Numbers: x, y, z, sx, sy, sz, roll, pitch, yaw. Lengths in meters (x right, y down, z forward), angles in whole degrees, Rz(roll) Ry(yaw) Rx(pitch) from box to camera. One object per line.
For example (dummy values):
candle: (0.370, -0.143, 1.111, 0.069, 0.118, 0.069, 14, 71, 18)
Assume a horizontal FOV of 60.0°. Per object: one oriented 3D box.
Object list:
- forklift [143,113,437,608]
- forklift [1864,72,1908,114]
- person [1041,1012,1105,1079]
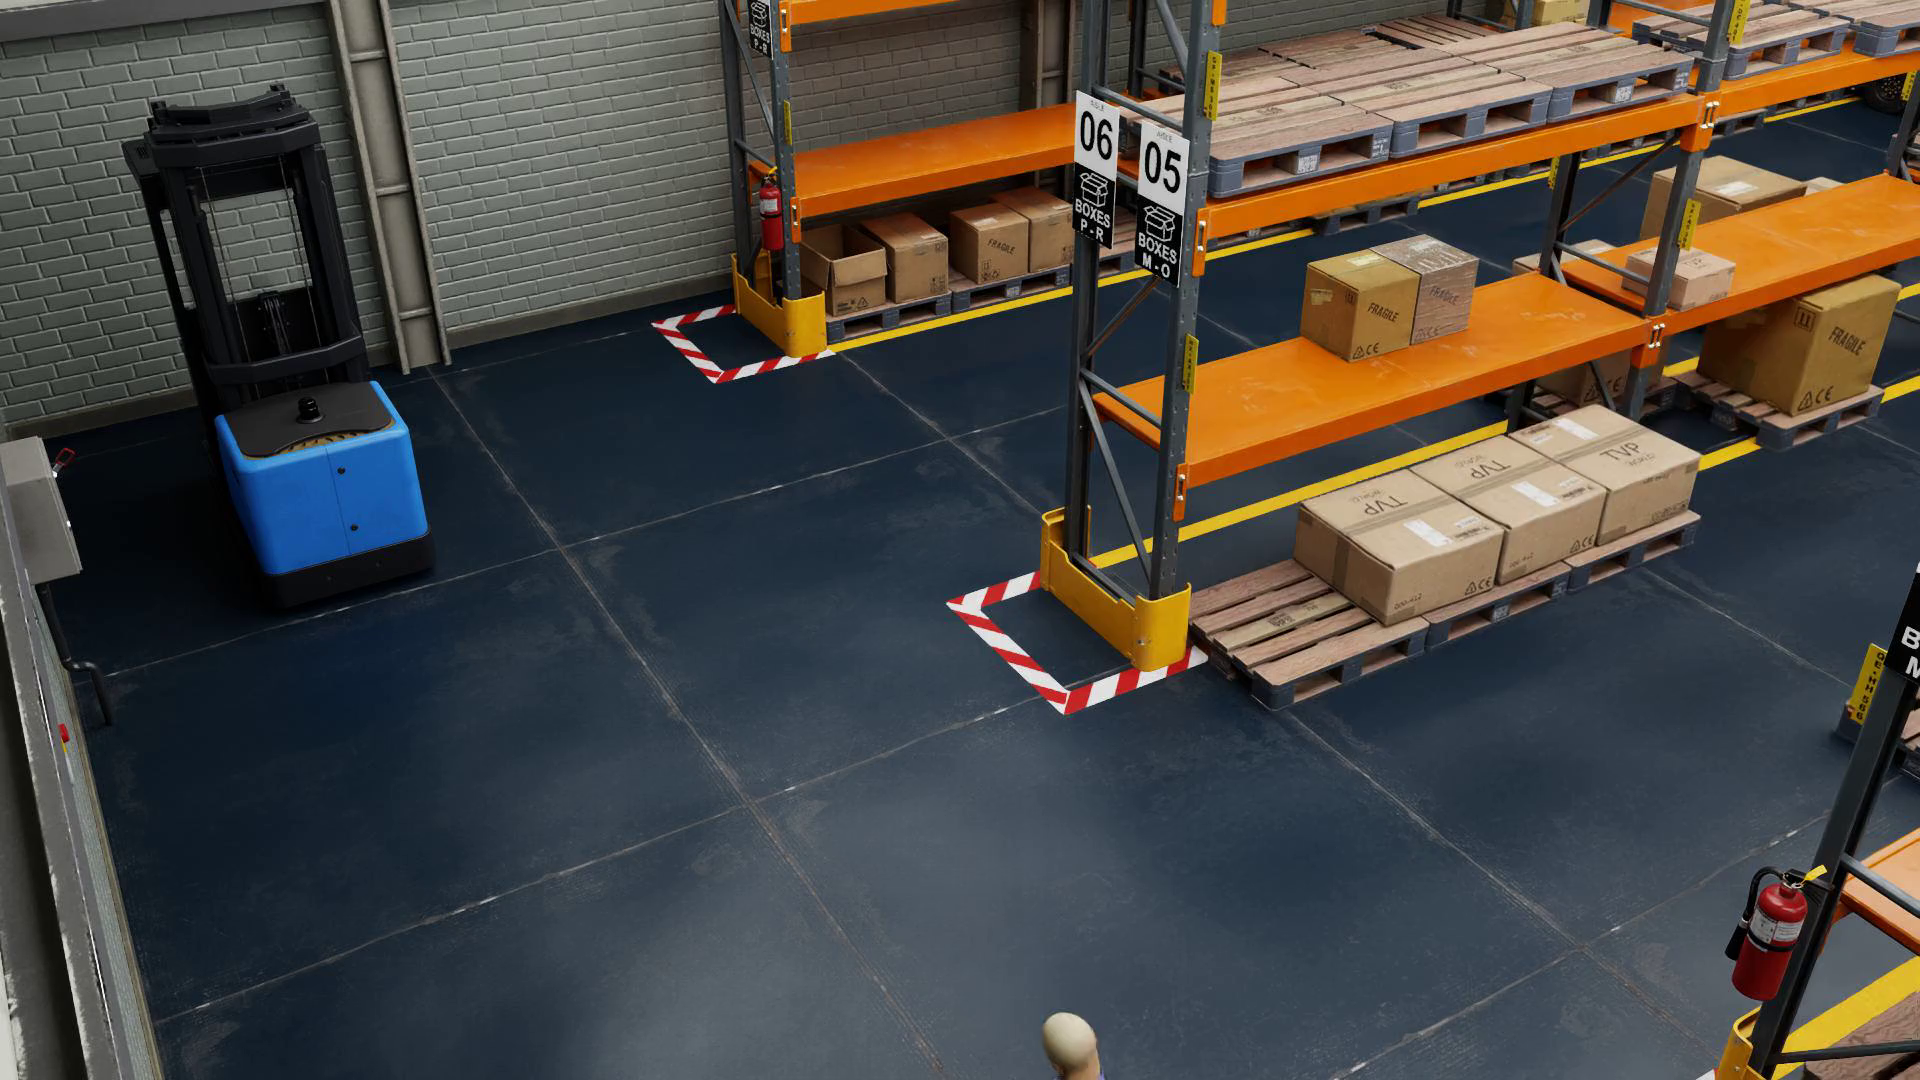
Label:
forklift: (-4.289, -1.259, 10.509, 1.129, 2.768, 1.873, -17, 36, -26)
forklift: (11.468, -5.645, 18.244, 1.214, 2.155, 2.313, -17, 36, -26)
person: (0.420, 2.351, 5.717, 0.642, 1.763, 0.412, 5, 32, 7)
